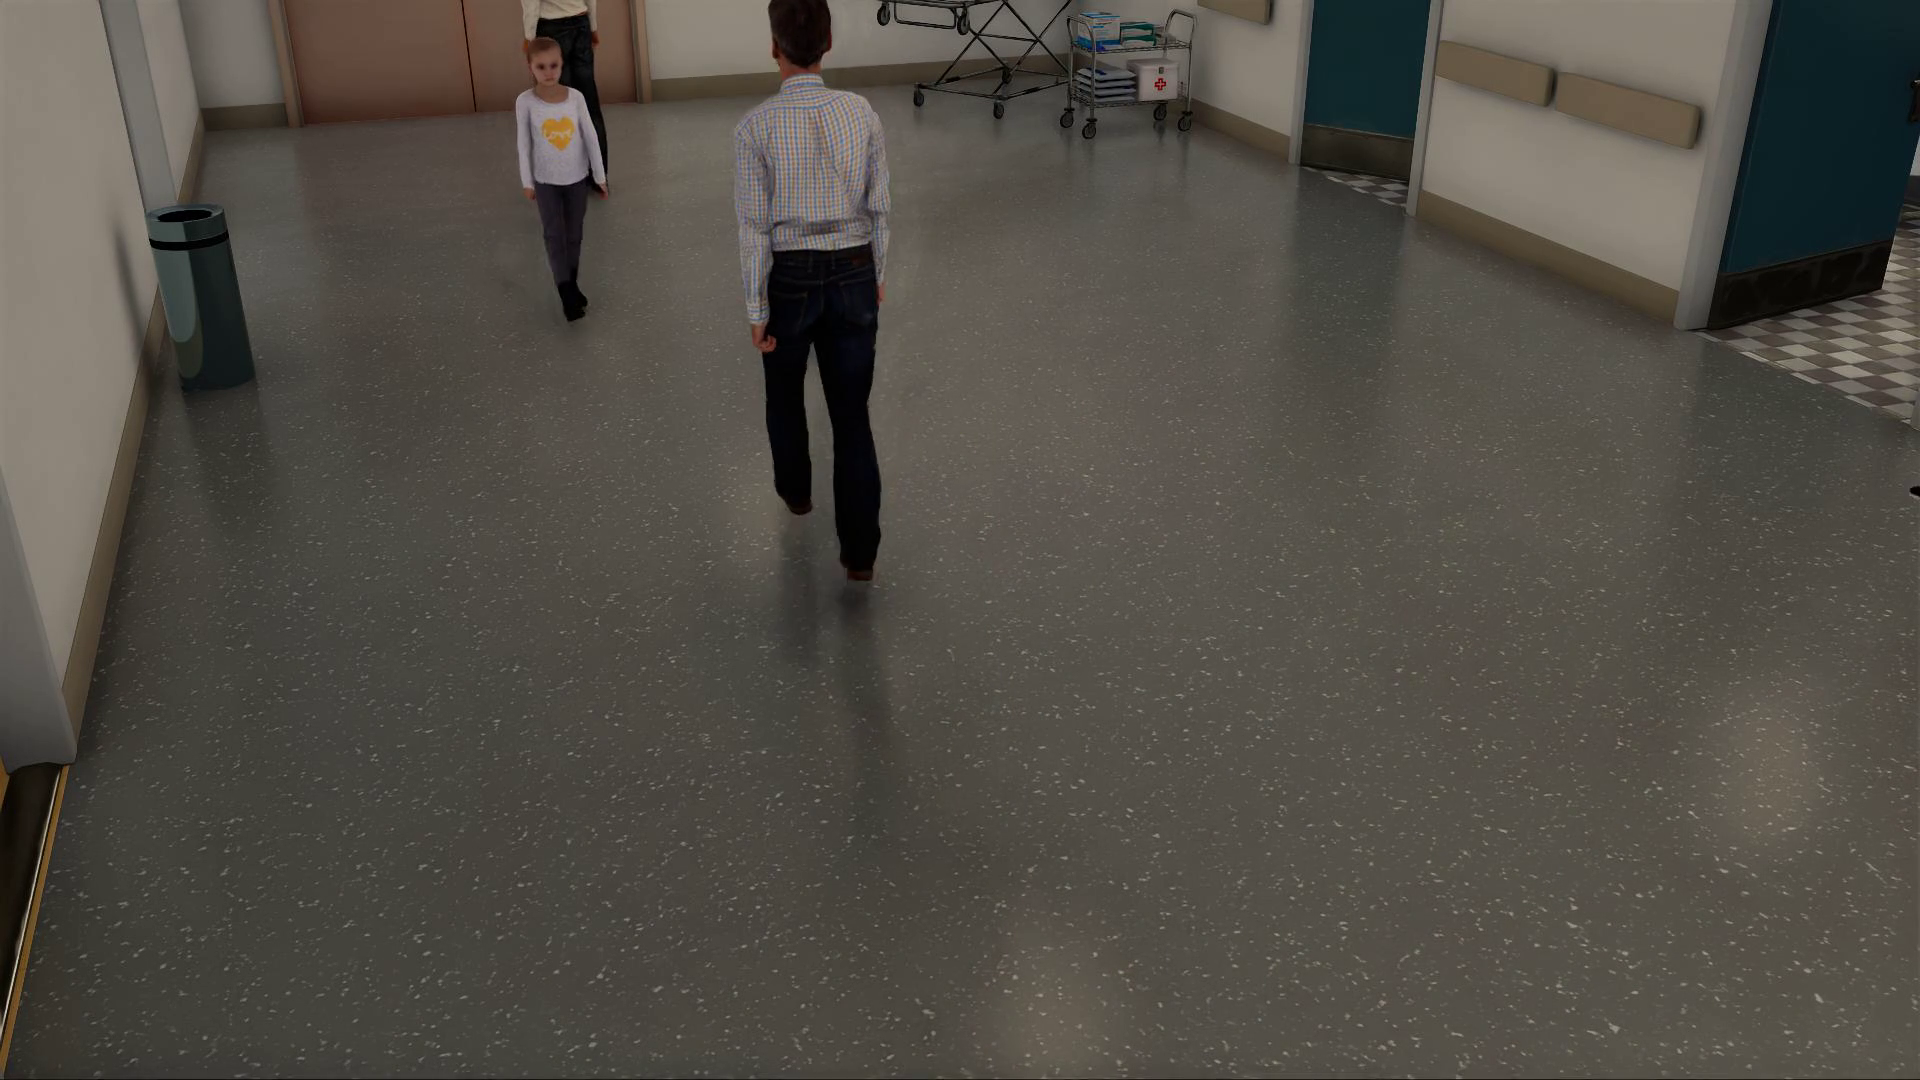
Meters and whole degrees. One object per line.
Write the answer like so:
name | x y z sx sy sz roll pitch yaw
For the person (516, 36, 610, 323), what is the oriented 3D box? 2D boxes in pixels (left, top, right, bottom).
person | -1.853 -1.666 7.661 0.568 1.253 0.850 -13 29 -25

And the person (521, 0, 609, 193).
person | -2.284 -2.900 9.579 0.705 1.810 0.730 23 34 39

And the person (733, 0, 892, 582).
person | -0.412 -0.730 5.119 0.728 1.776 1.207 -7 27 -14
